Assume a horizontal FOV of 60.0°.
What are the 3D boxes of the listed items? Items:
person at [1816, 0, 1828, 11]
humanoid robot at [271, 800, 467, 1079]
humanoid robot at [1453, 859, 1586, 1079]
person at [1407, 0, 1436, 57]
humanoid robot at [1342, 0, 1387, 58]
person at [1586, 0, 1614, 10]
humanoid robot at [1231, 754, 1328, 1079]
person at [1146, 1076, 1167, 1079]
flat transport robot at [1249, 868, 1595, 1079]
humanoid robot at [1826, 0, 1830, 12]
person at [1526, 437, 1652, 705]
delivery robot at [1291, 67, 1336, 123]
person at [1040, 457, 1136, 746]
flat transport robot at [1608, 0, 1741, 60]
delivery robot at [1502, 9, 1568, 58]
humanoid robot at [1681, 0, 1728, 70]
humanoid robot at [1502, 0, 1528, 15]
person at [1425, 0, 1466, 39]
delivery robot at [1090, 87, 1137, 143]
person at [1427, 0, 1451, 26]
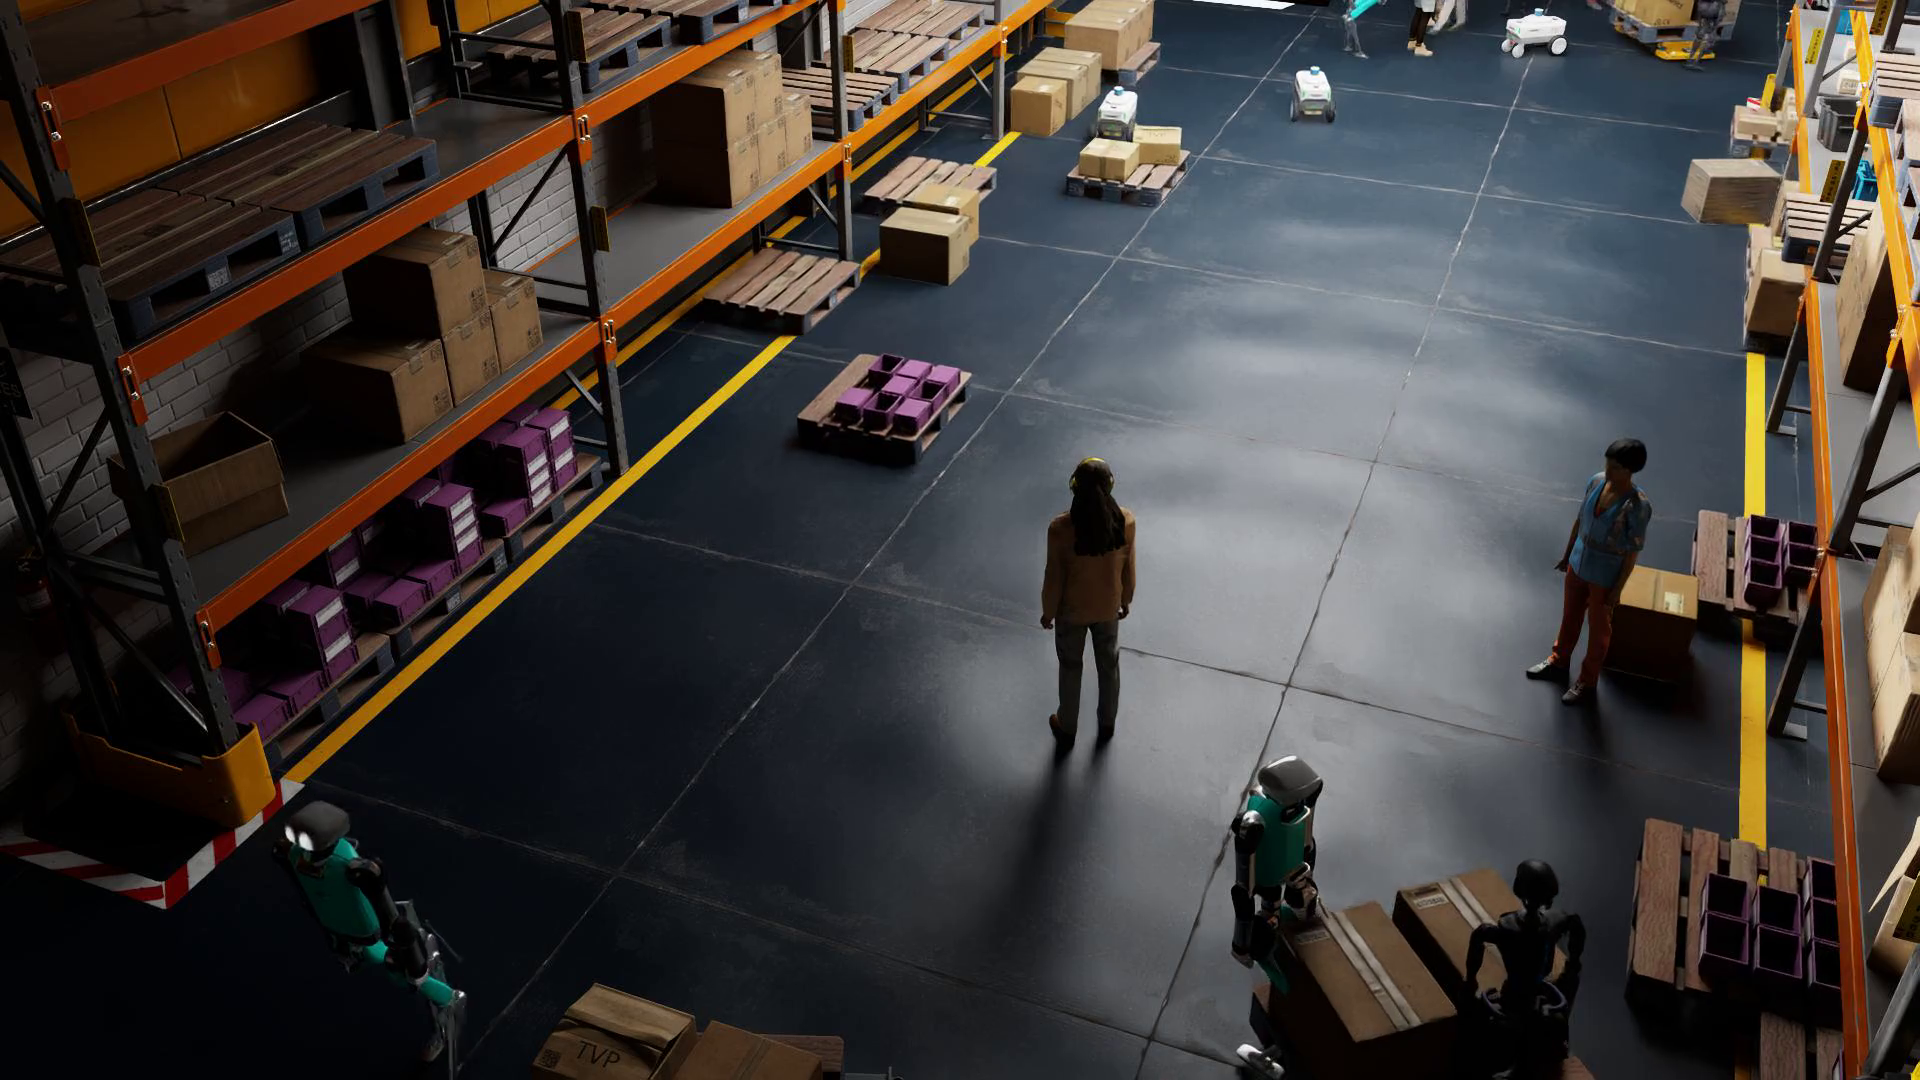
[{"bbox_3d":[12.076,-8.084,22.795,0.372,1.678,0.489,6,33,8],"label":"person"},{"bbox_3d":[-2.534,1.757,7.551,0.558,1.790,0.813,12,35,18],"label":"humanoid robot"},{"bbox_3d":[2.368,2.070,7.099,0.590,1.636,0.458,-6,33,-10],"label":"humanoid robot"},{"bbox_3d":[5.975,-7.044,21.183,0.320,1.695,0.533,-3,33,-5],"label":"person"},{"bbox_3d":[5.141,-6.993,21.046,0.738,1.756,0.620,-9,34,-13],"label":"humanoid robot"},{"bbox_3d":[9.028,-8.155,22.847,0.542,1.751,0.573,-22,39,-30],"label":"person"},{"bbox_3d":[1.542,1.763,7.427,0.530,1.710,0.702,-27,42,-36],"label":"humanoid robot"},{"bbox_3d":[0.532,2.650,6.021,0.687,1.874,0.401,-7,33,-10],"label":"person"},{"bbox_3d":[2.083,2.514,7.700,0.659,0.231,1.431,-10,34,-15],"label":"flat transport robot"},{"bbox_3d":[10.604,-6.176,19.873,0.750,1.854,0.547,9,34,13],"label":"humanoid robot"},{"bbox_3d":[3.794,0.173,9.941,0.327,1.769,0.488,-15,36,-21],"label":"person"},{"bbox_3d":[4.104,-5.180,19.361,0.499,0.613,0.796,2,33,3],"label":"delivery robot"},{"bbox_3d":[0.736,0.373,9.536,0.558,1.875,0.390,-8,34,-12],"label":"person"},{"bbox_3d":[9.230,-6.580,21.776,0.659,0.231,1.431,-4,33,-6],"label":"flat transport robot"},{"bbox_3d":[7.420,-6.546,21.447,0.774,0.581,0.499,-8,34,-12],"label":"delivery robot"},{"bbox_3d":[9.330,-6.698,20.673,0.401,1.643,0.592,-1,33,-1],"label":"humanoid robot"},{"bbox_3d":[7.743,-7.971,22.649,0.616,1.635,0.632,15,36,22],"label":"humanoid robot"},{"bbox_3d":[6.461,-7.535,21.800,0.994,1.847,0.580,-18,37,-26],"label":"person"},{"bbox_3d":[1.768,-4.789,18.752,0.499,0.608,0.799,8,34,12],"label":"delivery robot"},{"bbox_3d":[6.535,-7.820,22.302,0.481,1.776,0.321,-17,37,-25],"label":"person"}]
